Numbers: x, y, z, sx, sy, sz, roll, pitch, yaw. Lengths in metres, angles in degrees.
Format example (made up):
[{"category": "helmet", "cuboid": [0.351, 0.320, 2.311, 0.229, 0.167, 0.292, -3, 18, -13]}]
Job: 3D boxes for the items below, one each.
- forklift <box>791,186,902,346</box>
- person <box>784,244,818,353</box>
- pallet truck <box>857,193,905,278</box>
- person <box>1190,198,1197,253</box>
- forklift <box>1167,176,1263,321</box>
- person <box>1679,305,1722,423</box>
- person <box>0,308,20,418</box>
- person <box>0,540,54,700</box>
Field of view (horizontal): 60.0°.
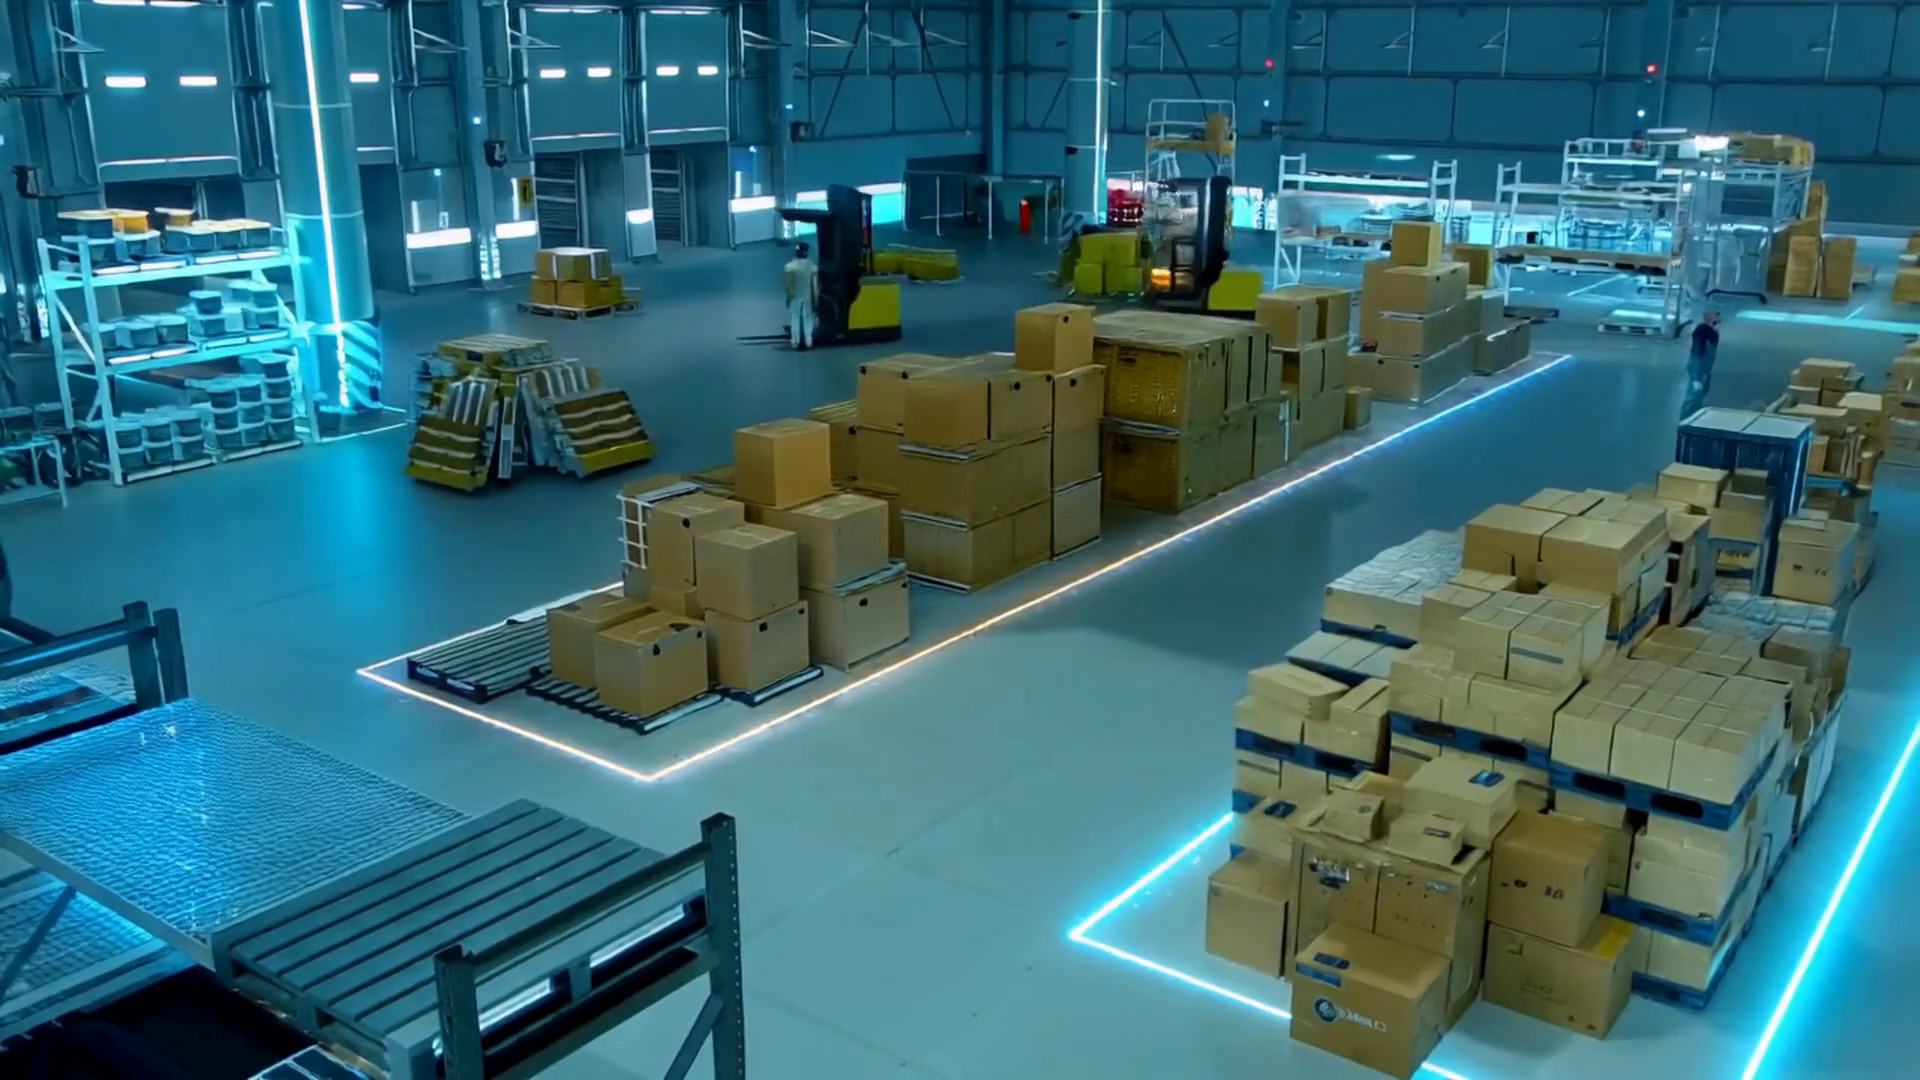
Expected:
[{"category": "forklift", "cuboid": [-2.113, -5.071, 30.565, 1.873, 2.768, 1.129, -7, 18, -21]}, {"category": "person", "cuboid": [-2.827, -4.309, 29.671, 0.636, 1.930, 0.371, -8, 19, -26]}, {"category": "pallet truck", "cuboid": [-1.936, -7.159, 38.982, 1.885, 1.965, 0.823, -12, 21, -34]}, {"category": "person", "cuboid": [5.729, -7.459, 40.488, 0.318, 1.699, 0.535, -2, 17, -7]}, {"category": "forklift", "cuboid": [5.028, -5.691, 32.619, 1.873, 2.768, 1.129, 3, 17, 10]}, {"category": "person", "cuboid": [10.236, -2.288, 22.982, 0.378, 1.931, 0.624, 13, 21, 36]}, {"category": "person", "cuboid": [-14.196, -2.776, 24.588, 0.368, 1.928, 0.585, -7, 18, -22]}, {"category": "person", "cuboid": [-8.127, 0.471, 13.645, 1.060, 2.000, 0.692, -8, 19, -26]}]
